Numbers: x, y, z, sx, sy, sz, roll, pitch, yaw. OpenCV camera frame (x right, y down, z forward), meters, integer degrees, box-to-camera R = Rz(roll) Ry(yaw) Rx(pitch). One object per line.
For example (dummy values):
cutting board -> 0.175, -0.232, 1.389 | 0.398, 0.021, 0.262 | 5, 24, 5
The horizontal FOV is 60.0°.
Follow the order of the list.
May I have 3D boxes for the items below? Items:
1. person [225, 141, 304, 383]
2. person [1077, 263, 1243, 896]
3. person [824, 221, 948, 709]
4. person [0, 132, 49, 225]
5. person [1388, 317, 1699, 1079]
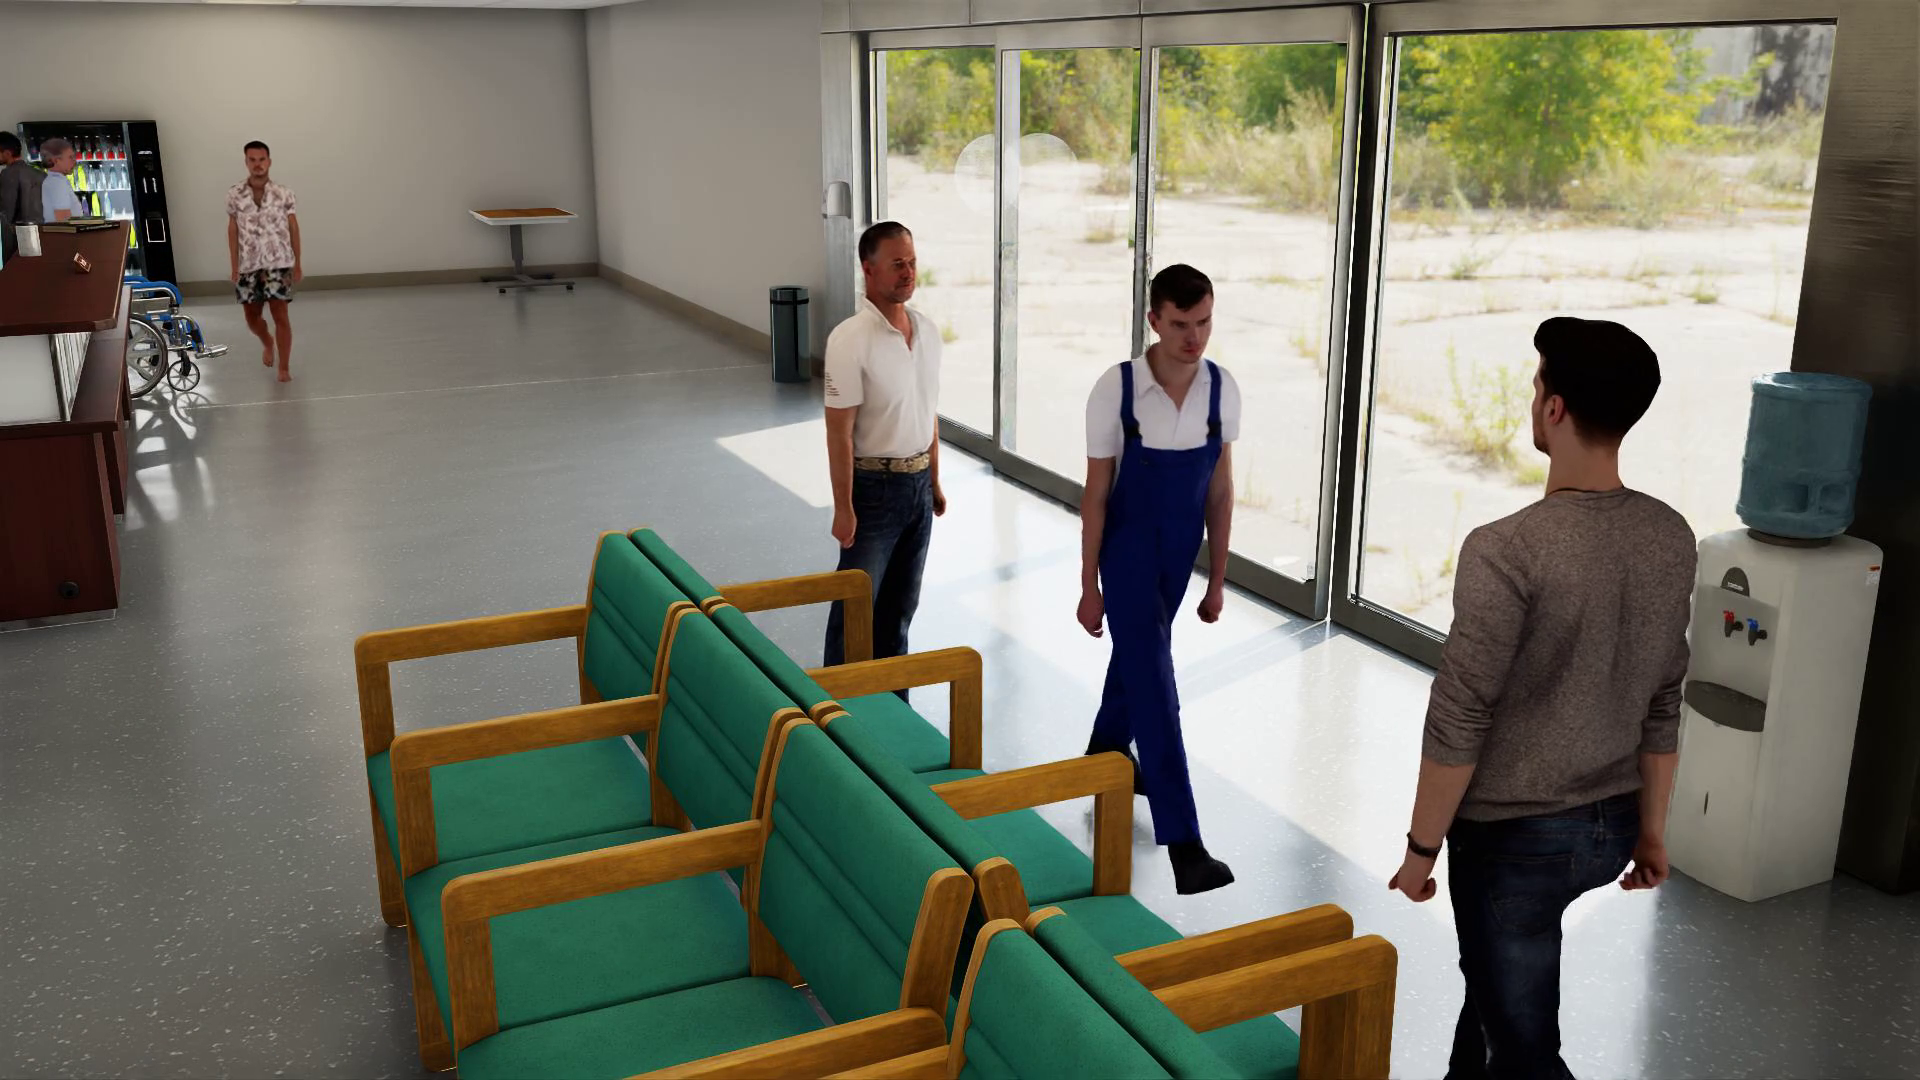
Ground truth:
person -> -5.349, -2.138, 12.800 | 0.921, 1.796, 0.835 | -4, 16, -15
person -> 0.522, 0.100, 4.957 | 1.348, 1.746, 0.770 | -7, 17, -22
person -> -0.269, -0.161, 5.684 | 0.789, 1.854, 0.623 | 15, 22, 43
person -> -7.410, -2.326, 13.440 | 1.258, 1.812, 1.058 | 2, 16, 6
person -> 1.114, 0.575, 3.029 | 1.097, 1.877, 0.748 | -8, 17, -25
